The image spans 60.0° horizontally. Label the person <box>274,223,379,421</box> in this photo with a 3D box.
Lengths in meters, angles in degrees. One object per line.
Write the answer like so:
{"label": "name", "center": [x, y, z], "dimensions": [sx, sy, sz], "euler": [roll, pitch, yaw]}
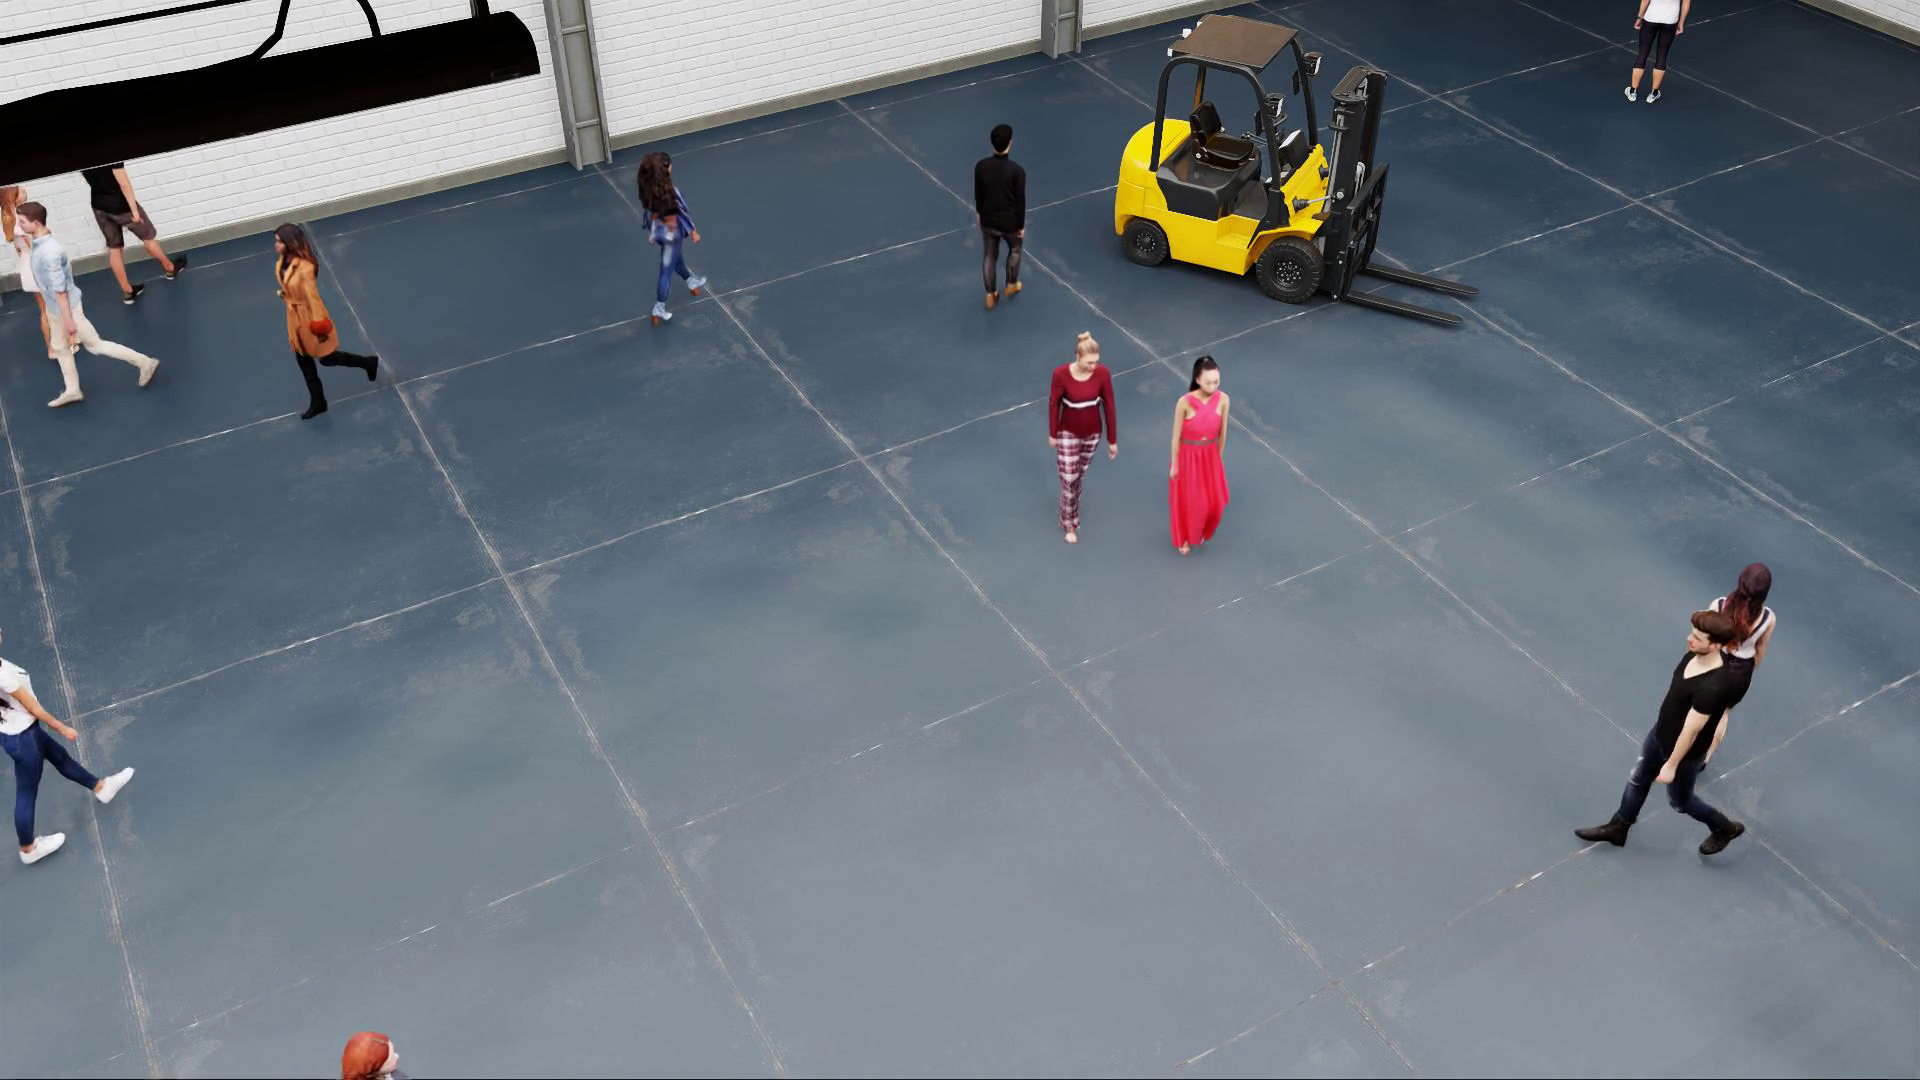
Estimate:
{"label": "person", "center": [-5.277, -1.820, 13.681], "dimensions": [0.862, 1.703, 1.083], "euler": [31, 48, 33]}

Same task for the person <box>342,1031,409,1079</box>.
{"label": "person", "center": [-2.721, 2.871, 7.765], "dimensions": [0.919, 1.757, 0.695], "euler": [-12, 40, -14]}

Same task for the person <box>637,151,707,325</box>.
{"label": "person", "center": [-2.654, -2.659, 14.831], "dimensions": [0.888, 1.578, 1.099], "euler": [25, 45, 28]}

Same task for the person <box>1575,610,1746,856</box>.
{"label": "person", "center": [4.326, 1.204, 9.759], "dimensions": [1.275, 1.872, 1.124], "euler": [4, 39, 5]}

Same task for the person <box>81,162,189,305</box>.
{"label": "person", "center": [-7.703, -2.993, 15.042], "dimensions": [1.067, 1.837, 1.095], "euler": [6, 39, 7]}

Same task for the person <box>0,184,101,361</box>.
{"label": "person", "center": [-7.994, -2.282, 14.280], "dimensions": [0.663, 1.676, 0.571], "euler": [-21, 43, -24]}

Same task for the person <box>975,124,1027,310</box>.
{"label": "person", "center": [0.344, -2.871, 14.994], "dimensions": [0.857, 1.707, 0.917], "euler": [12, 40, 15]}

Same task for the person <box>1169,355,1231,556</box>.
{"label": "person", "center": [1.697, -0.635, 12.191], "dimensions": [0.745, 1.711, 0.804], "euler": [-5, 39, -7]}

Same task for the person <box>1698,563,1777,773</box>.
{"label": "person", "center": [4.747, 0.835, 10.404], "dimensions": [0.638, 1.644, 0.693], "euler": [11, 40, 14]}

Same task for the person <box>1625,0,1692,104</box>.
{"label": "person", "center": [7.825, -5.815, 18.564], "dimensions": [0.742, 1.853, 0.783], "euler": [12, 40, 14]}

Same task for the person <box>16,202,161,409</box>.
{"label": "person", "center": [-7.292, -1.955, 13.759], "dimensions": [1.168, 1.817, 0.680], "euler": [-22, 44, -25]}

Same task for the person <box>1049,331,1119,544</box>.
{"label": "person", "center": [0.877, -0.865, 12.498], "dimensions": [0.837, 1.688, 0.809], "euler": [-10, 40, -12]}

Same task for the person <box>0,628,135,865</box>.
{"label": "person", "center": [-5.639, 1.235, 9.830], "dimensions": [0.811, 1.735, 1.107], "euler": [30, 47, 32]}
